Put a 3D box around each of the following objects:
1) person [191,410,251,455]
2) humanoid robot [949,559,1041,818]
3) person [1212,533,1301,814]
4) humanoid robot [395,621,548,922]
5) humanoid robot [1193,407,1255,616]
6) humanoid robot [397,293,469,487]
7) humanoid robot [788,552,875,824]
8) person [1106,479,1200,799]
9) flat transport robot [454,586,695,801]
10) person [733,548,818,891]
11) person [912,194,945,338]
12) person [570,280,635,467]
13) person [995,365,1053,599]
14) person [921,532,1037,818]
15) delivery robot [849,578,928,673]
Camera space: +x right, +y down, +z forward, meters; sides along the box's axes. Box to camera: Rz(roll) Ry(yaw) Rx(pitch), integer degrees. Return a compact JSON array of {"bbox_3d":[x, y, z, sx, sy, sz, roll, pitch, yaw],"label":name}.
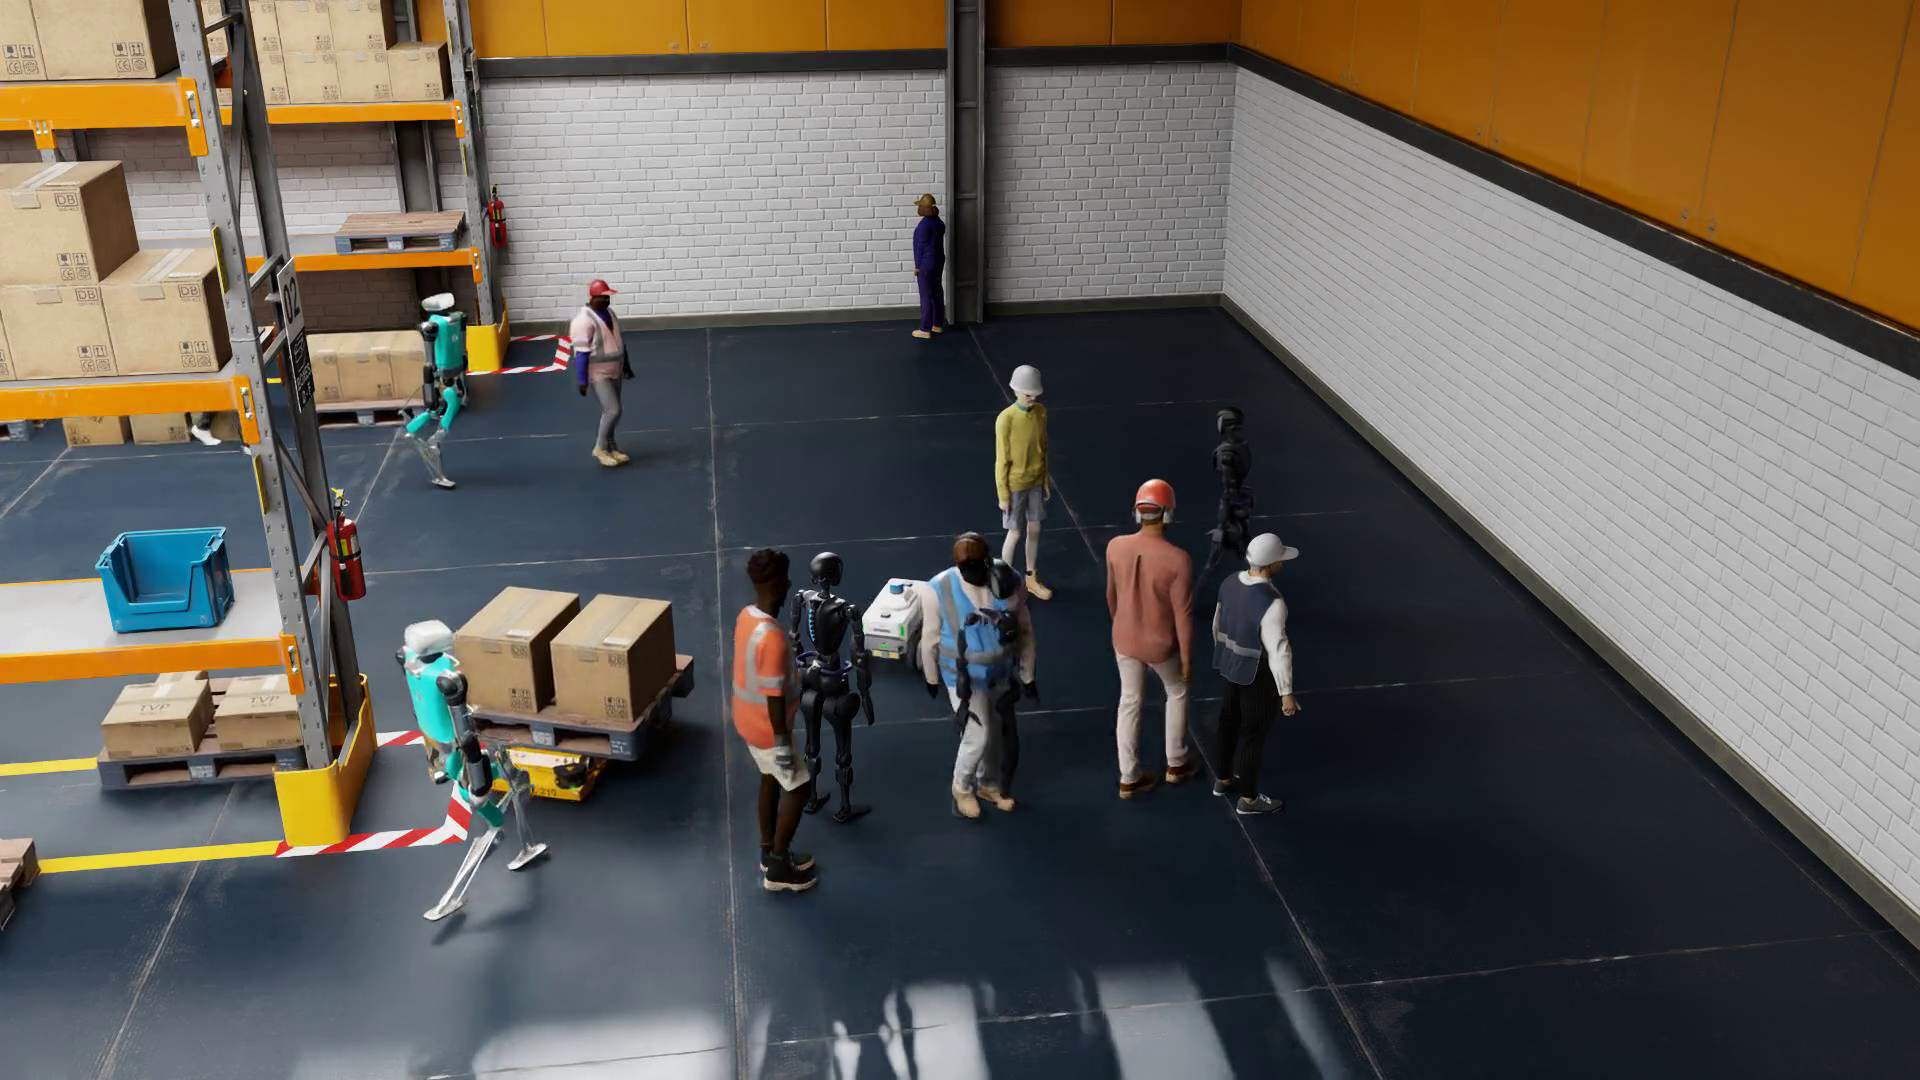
[{"bbox_3d":[-6.844,-1.682,15.288,0.914,1.831,0.509,6,24,14],"label":"person"},{"bbox_3d":[0.182,0.850,9.706,0.601,1.640,0.425,-19,30,-37],"label":"humanoid robot"},{"bbox_3d":[1.720,0.774,9.778,0.445,1.756,0.771,-11,26,-23],"label":"person"},{"bbox_3d":[-2.550,1.167,8.977,0.548,1.745,1.060,21,31,39],"label":"humanoid robot"},{"bbox_3d":[1.938,-0.194,12.123,0.750,1.625,0.610,8,25,17],"label":"humanoid robot"},{"bbox_3d":[-4.605,-1.221,14.496,0.725,1.906,0.549,9,25,19],"label":"humanoid robot"},{"bbox_3d":[-0.774,0.843,9.707,0.599,1.657,0.315,16,28,31],"label":"humanoid robot"},{"bbox_3d":[1.190,0.591,9.967,0.692,1.942,0.755,18,29,35],"label":"person"},{"bbox_3d":[-2.437,1.195,10.674,0.659,0.231,1.431,5,24,12],"label":"flat transport robot"},{"bbox_3d":[-1.030,0.995,9.074,0.404,1.944,0.652,-9,25,-19],"label":"person"},{"bbox_3d":[-0.367,-3.103,18.788,0.355,1.618,0.442,14,27,29],"label":"person"},{"bbox_3d":[-3.187,-1.487,14.955,0.462,1.733,0.641,9,25,19],"label":"person"},{"bbox_3d":[0.461,-0.412,12.338,0.491,1.879,0.412,-18,30,-35],"label":"person"},{"bbox_3d":[0.121,0.793,9.668,0.606,1.825,0.477,-14,27,-29],"label":"person"},{"bbox_3d":[-0.456,0.584,11.727,0.506,0.608,0.779,6,24,14],"label":"delivery robot"}]
